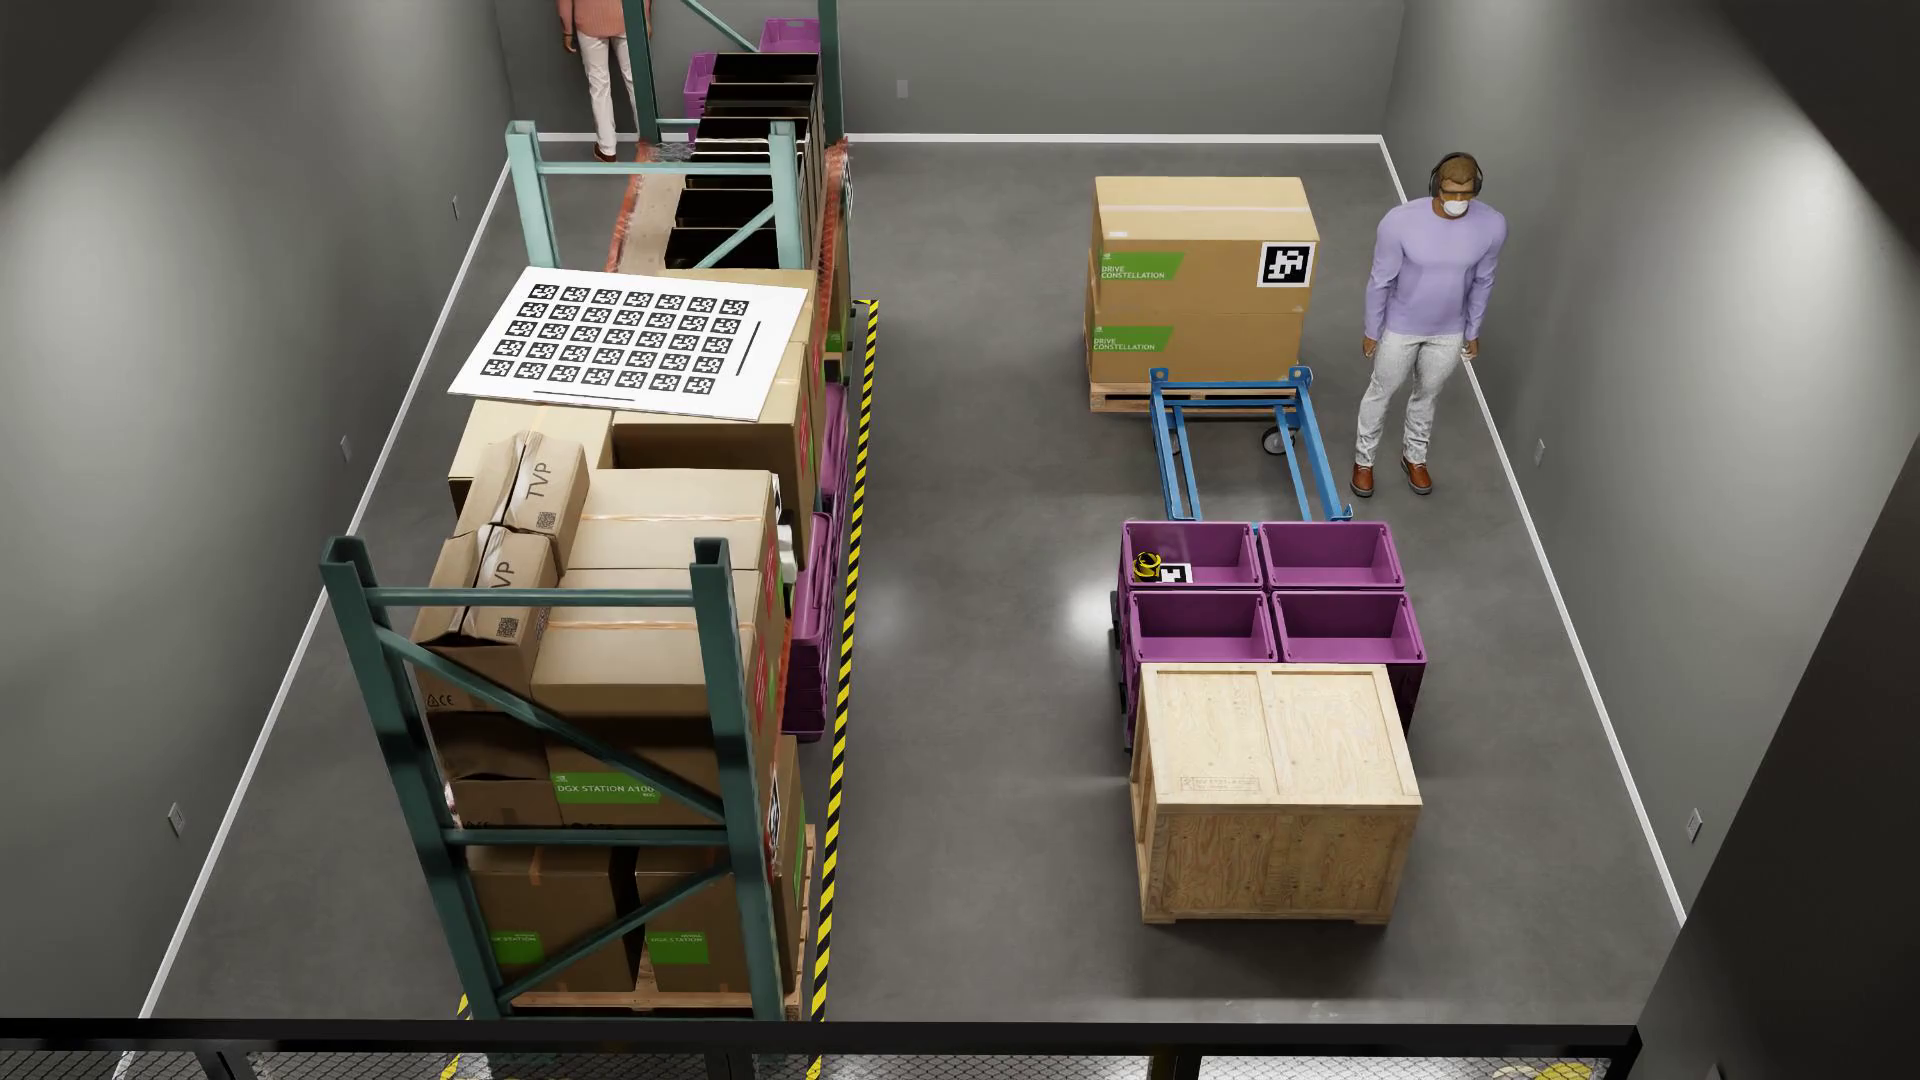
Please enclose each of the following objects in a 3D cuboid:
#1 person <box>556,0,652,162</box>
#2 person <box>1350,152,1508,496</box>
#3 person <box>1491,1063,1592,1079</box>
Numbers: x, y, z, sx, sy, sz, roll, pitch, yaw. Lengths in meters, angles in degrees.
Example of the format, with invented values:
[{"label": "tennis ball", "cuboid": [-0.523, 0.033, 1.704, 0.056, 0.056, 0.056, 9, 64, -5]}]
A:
[{"label": "person", "cuboid": [-2.341, -3.433, 10.986, 0.626, 1.992, 0.387, -16, 44, -18]}, {"label": "person", "cuboid": [2.319, -1.063, 8.326, 0.630, 1.940, 0.372, -2, 41, -2]}, {"label": "person", "cuboid": [1.600, 2.071, 4.831, 0.404, 1.833, 0.590, 5, 41, 5]}]
